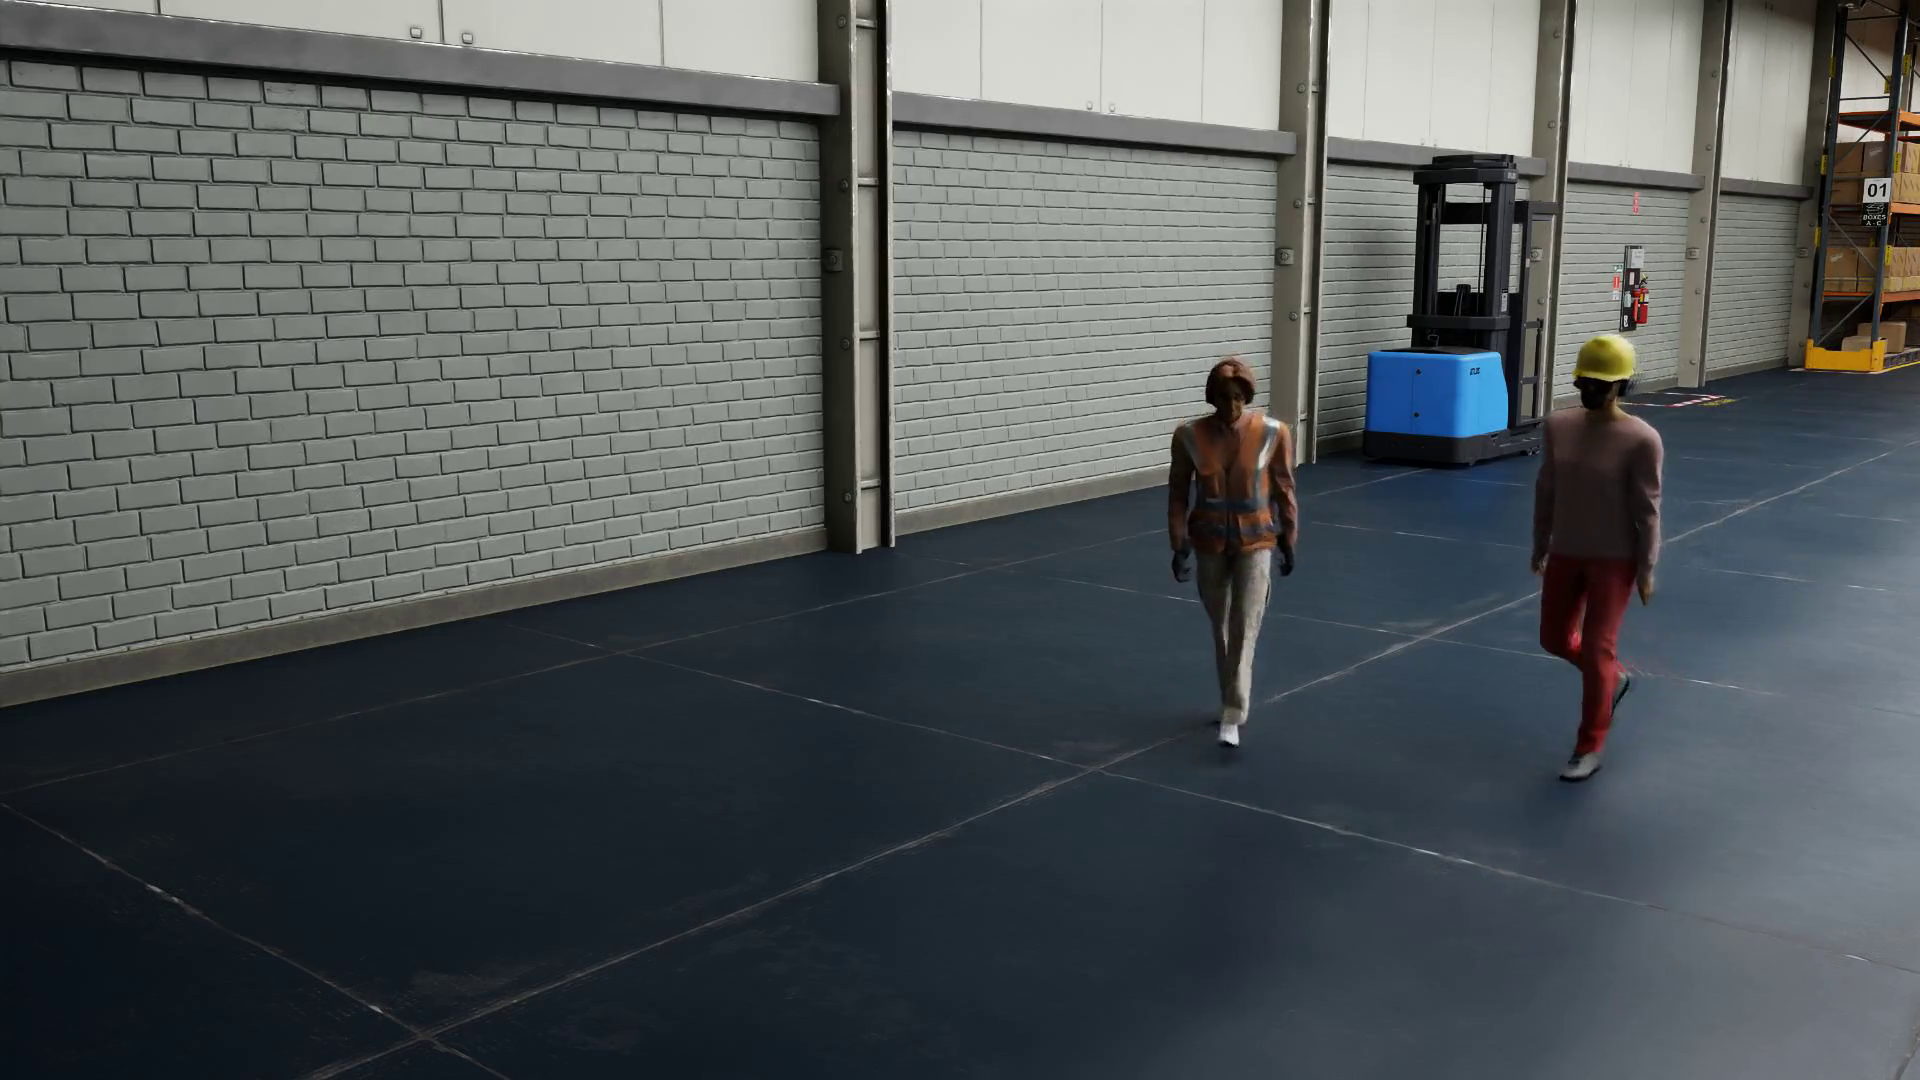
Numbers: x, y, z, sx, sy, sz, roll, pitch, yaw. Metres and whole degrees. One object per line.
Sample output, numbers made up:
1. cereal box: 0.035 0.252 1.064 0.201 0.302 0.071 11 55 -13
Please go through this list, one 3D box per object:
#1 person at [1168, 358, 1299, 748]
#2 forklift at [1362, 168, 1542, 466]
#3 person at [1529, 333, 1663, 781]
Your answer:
1. person: 1.123 0.050 6.900 0.523 1.592 0.802 3 11 19
2. forklift: 4.875 -2.212 16.287 1.129 2.768 1.873 8 13 40
3. person: 2.530 0.051 6.532 0.628 1.738 0.546 -7 12 -34
